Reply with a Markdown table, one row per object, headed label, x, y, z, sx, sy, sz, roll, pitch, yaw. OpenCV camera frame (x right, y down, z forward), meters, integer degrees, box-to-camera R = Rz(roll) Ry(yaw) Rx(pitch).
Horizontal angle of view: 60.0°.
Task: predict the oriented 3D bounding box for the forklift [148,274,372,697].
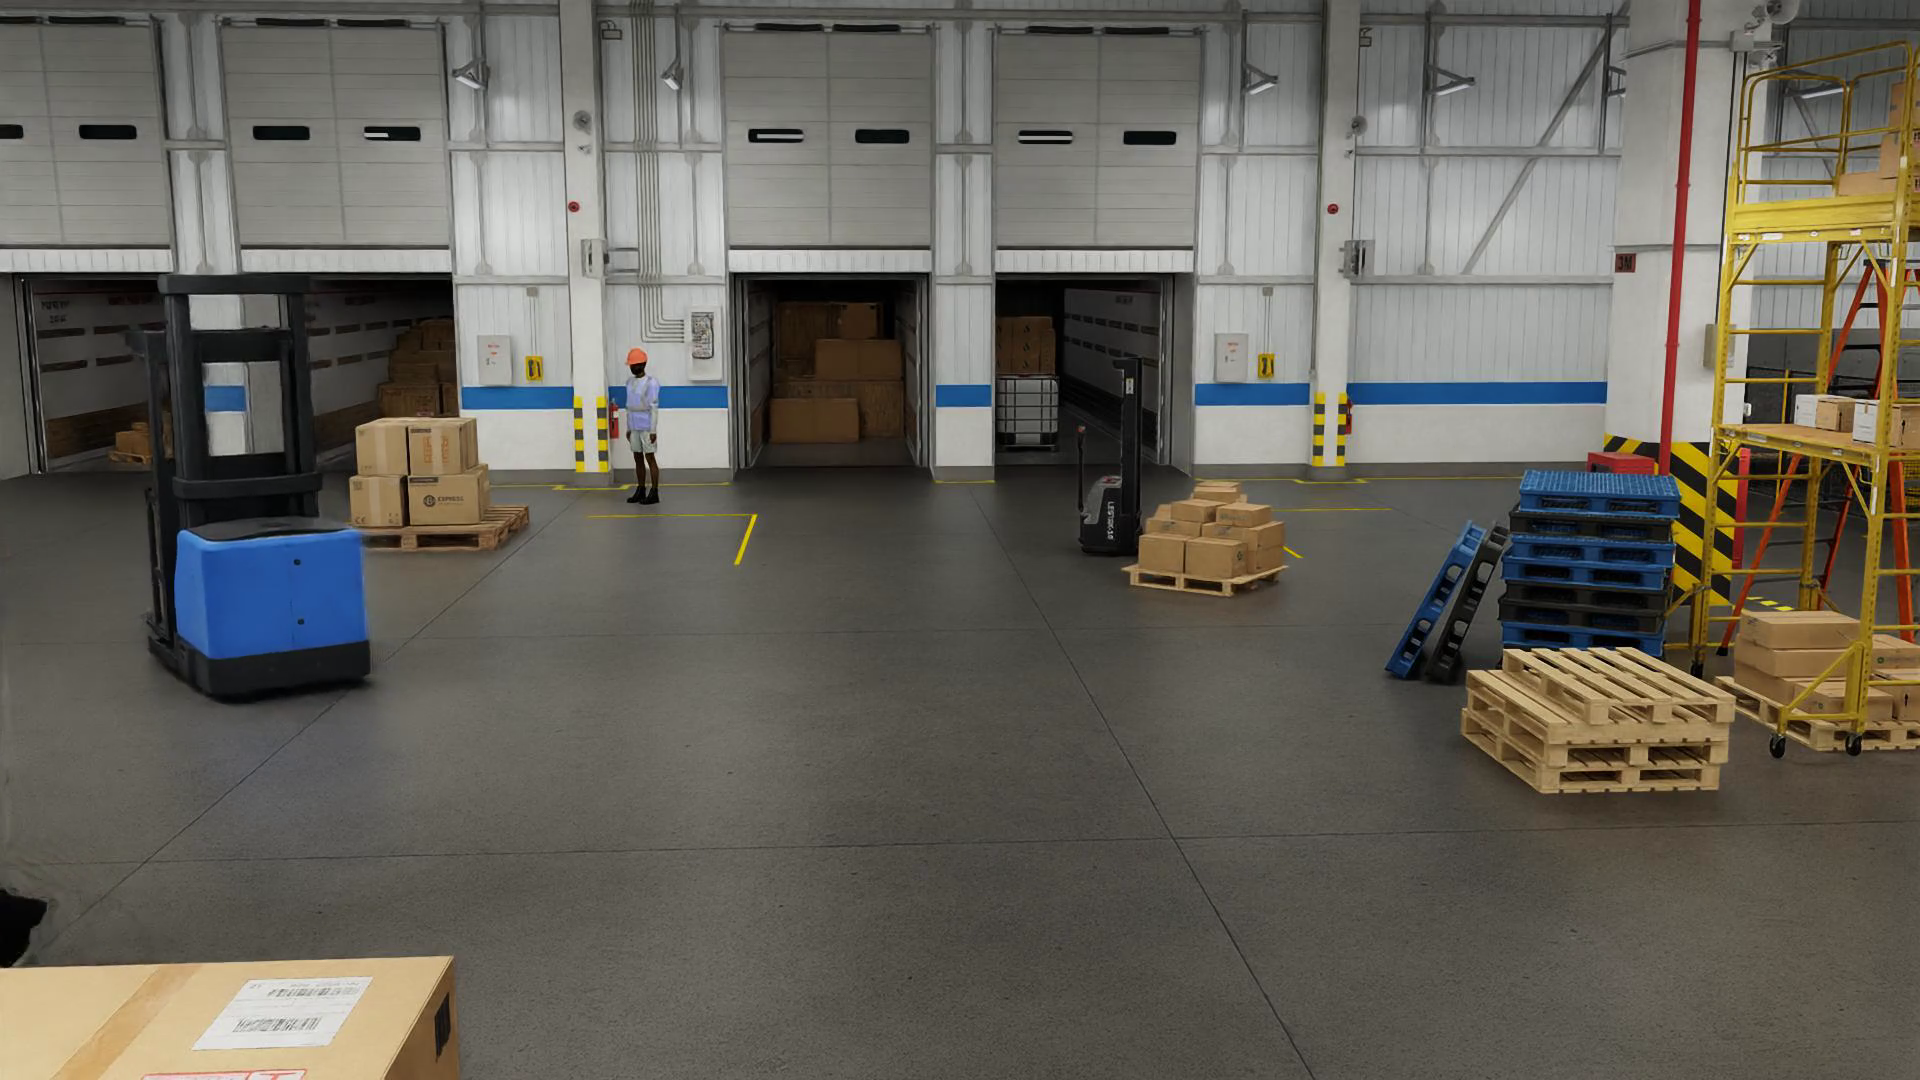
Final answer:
| label | x | y | z | sx | sy | sz | roll | pitch | yaw |
| --- | --- | --- | --- | --- | --- | --- | --- | --- | --- |
| forklift | -5.005 | -0.468 | 11.689 | 1.129 | 2.768 | 1.873 | -7 | 11 | -36 |

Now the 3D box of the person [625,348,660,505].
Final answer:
| label | x | y | z | sx | sy | sz | roll | pitch | yaw |
| --- | --- | --- | --- | --- | --- | --- | --- | --- | --- |
| person | -3.941 | -1.398 | 20.513 | 0.543 | 1.930 | 0.389 | 7 | 12 | 38 |

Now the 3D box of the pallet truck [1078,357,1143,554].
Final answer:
| label | x | y | z | sx | sy | sz | roll | pitch | yaw |
| --- | --- | --- | --- | --- | --- | --- | --- | --- | --- |
| pallet truck | 2.088 | -0.836 | 16.757 | 1.885 | 1.965 | 0.823 | 2 | 9 | 13 |

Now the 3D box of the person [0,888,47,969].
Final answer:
| label | x | y | z | sx | sy | sz | roll | pitch | yaw |
| --- | --- | --- | --- | --- | --- | --- | --- | --- | --- |
| person | -4.018 | 0.838 | 6.479 | 0.581 | 1.924 | 0.554 | -5 | 10 | -28 |
